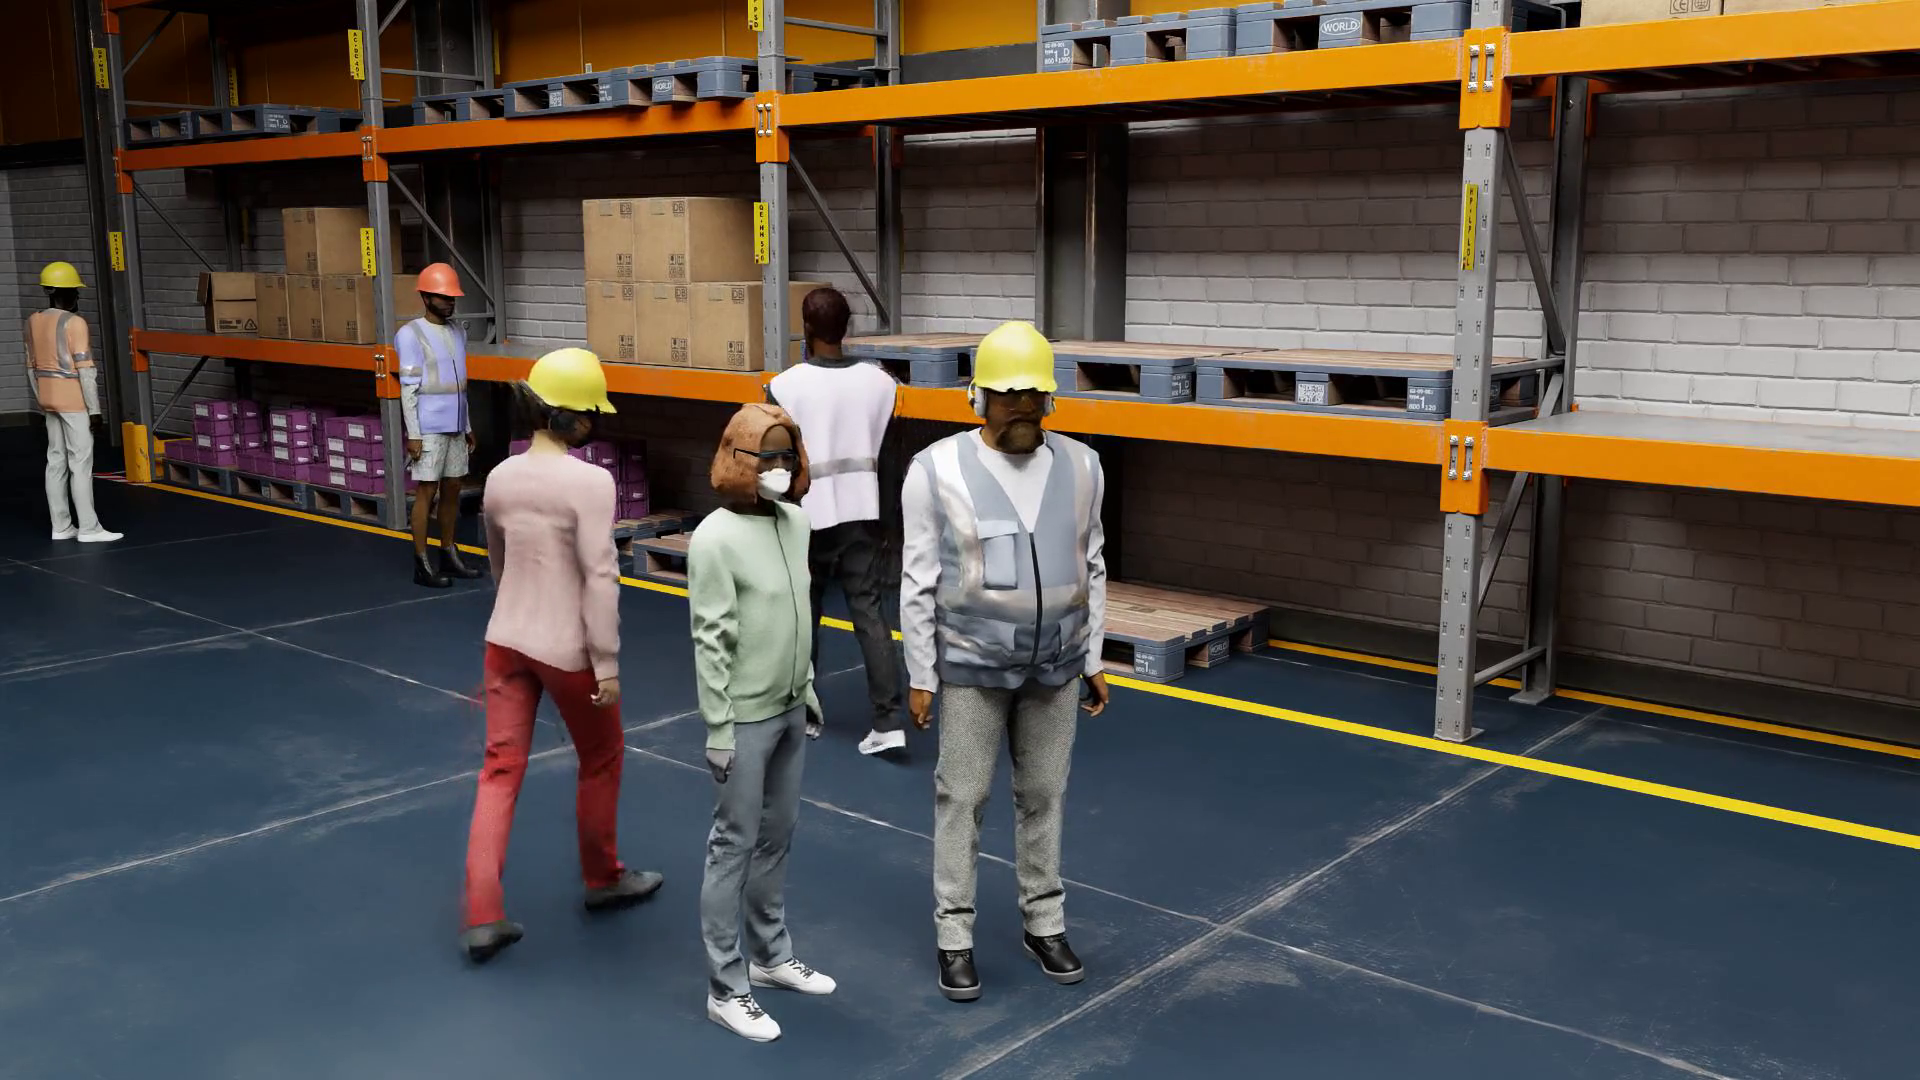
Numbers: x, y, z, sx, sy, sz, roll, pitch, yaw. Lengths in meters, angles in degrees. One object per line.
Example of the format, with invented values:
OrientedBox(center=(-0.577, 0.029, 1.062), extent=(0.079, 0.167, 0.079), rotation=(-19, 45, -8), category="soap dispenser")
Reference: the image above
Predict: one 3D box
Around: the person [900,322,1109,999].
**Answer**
OrientedBox(center=(0.137, 0.327, 4.517), extent=(0.602, 1.828, 0.404), rotation=(-3, 11, -19), category="person")

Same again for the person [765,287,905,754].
OrientedBox(center=(-0.494, -0.082, 6.755), extent=(0.610, 1.876, 0.995), rotation=(-6, 12, -30), category="person")

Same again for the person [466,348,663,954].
OrientedBox(center=(-1.178, 0.320, 4.808), extent=(0.577, 1.727, 0.710), rotation=(5, 11, 26), category="person")

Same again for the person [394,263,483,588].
OrientedBox(center=(-3.105, -0.688, 10.001), extent=(0.377, 1.932, 0.552), rotation=(4, 11, 23), category="person")

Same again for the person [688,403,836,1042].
OrientedBox(center=(-0.514, 0.457, 4.333), extent=(0.271, 1.632, 0.507), rotation=(5, 11, 24), category="person")

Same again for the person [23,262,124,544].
OrientedBox(center=(-6.110, -0.932, 11.409), extent=(0.585, 1.928, 0.369), rotation=(4, 11, 24), category="person")
